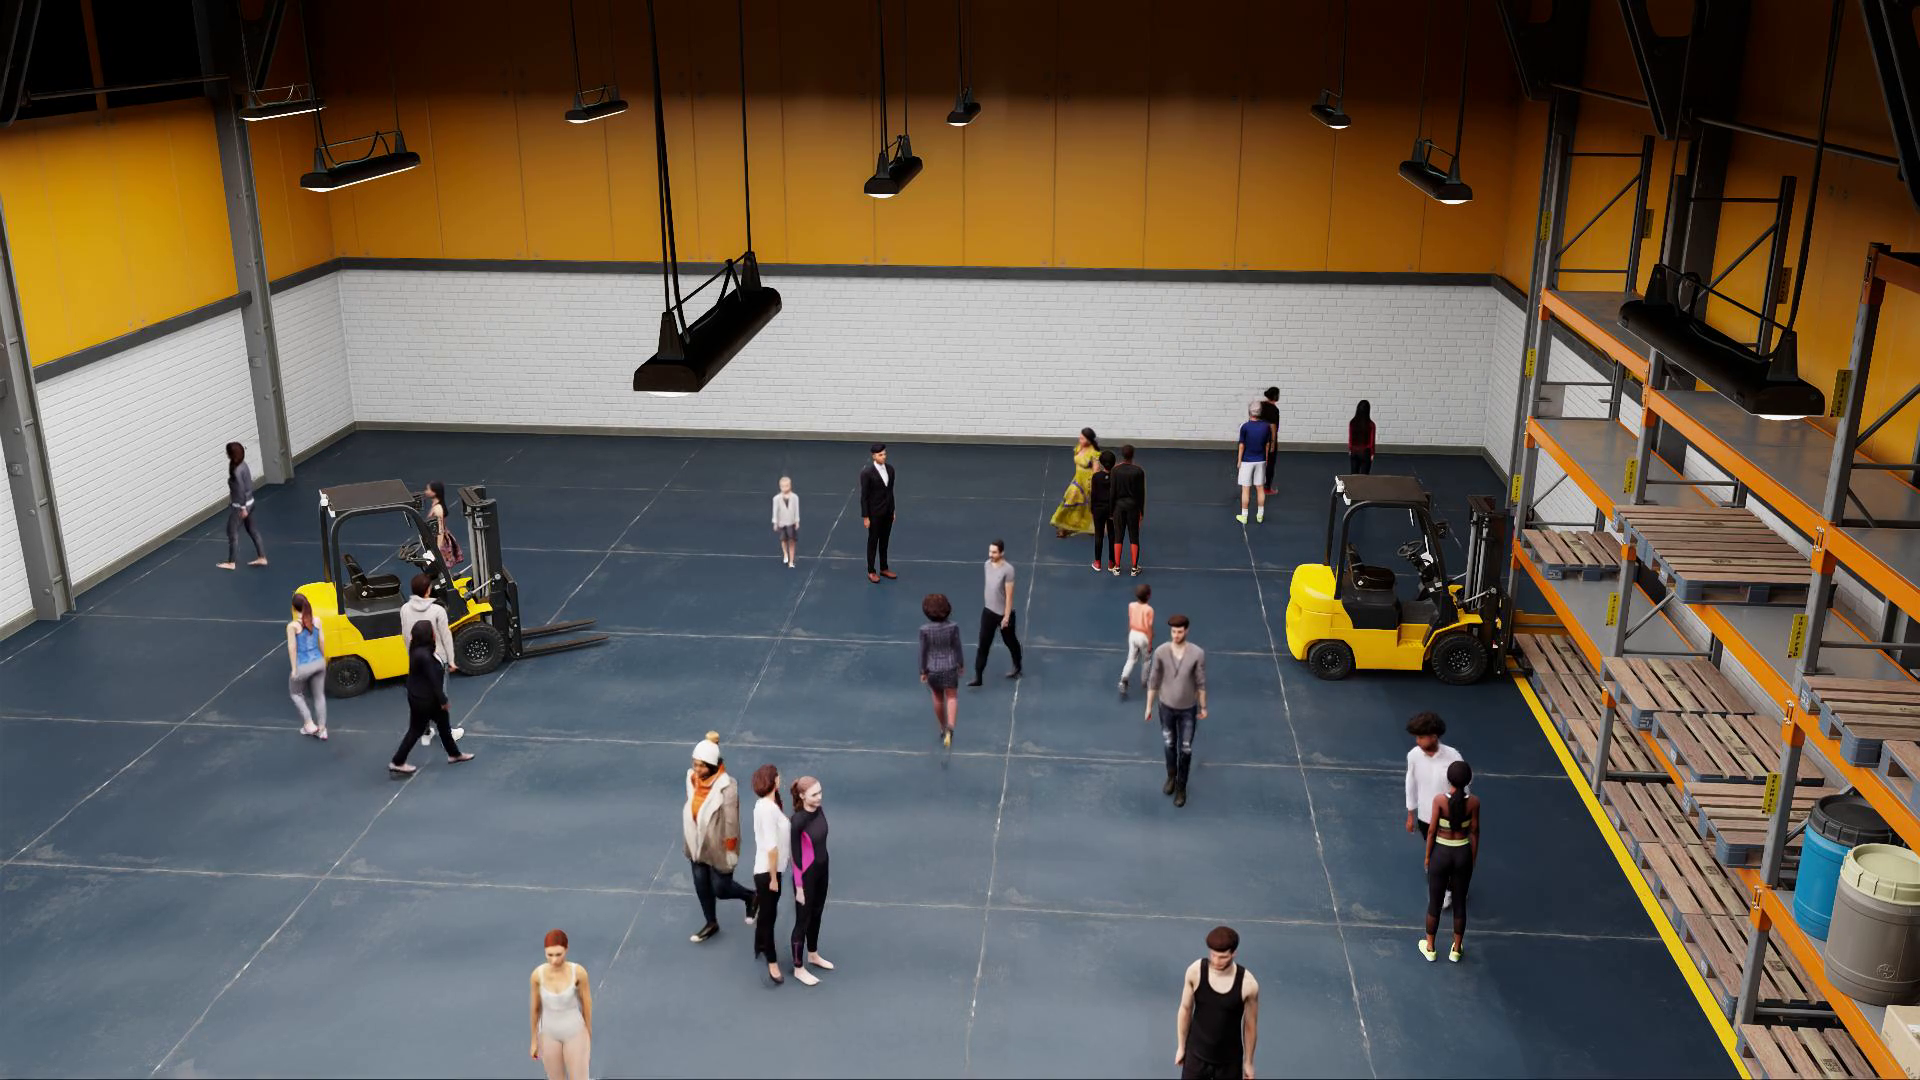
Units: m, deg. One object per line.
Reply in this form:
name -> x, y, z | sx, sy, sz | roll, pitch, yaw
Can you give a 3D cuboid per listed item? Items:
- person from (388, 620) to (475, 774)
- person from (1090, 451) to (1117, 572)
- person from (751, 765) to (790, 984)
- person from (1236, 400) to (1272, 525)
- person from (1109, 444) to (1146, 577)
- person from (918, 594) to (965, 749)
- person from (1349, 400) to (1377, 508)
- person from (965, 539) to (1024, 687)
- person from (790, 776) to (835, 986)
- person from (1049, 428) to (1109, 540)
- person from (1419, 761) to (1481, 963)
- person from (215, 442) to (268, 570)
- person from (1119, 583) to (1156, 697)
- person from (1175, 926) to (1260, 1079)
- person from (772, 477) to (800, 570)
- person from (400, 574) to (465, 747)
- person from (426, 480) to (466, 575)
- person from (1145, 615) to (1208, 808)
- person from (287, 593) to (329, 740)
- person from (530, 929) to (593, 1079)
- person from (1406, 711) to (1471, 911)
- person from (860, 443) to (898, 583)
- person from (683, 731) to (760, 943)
person -> -5.423, 1.617, 16.609 | 1.003, 1.565, 1.102 | -8, 20, -22
person -> 1.975, -0.403, 22.434 | 0.603, 1.675, 0.539 | 1, 19, 2
person -> -1.524, 2.664, 13.181 | 0.806, 1.769, 0.553 | 4, 19, 11
person -> 4.305, -1.153, 24.406 | 0.684, 1.838, 0.634 | -3, 19, -8
person -> 2.231, -0.410, 22.247 | 0.644, 1.808, 0.568 | 4, 19, 11
person -> -0.185, 1.398, 17.101 | 0.702, 1.665, 0.931 | 0, 19, 0
person -> 6.058, -1.301, 25.134 | 0.658, 1.653, 0.687 | 15, 24, 38
person -> 0.497, 0.805, 18.792 | 1.014, 1.710, 1.210 | 15, 24, 38
person -> -1.183, 2.664, 13.209 | 0.698, 1.750, 0.588 | 10, 21, 26
person -> 1.880, -0.804, 23.708 | 1.323, 1.622, 1.240 | -17, 25, -40
person -> 3.963, 2.589, 13.423 | 0.557, 1.755, 0.500 | 2, 19, 6
person -> -9.641, -0.478, 22.540 | 0.818, 1.750, 0.872 | -3, 19, -10
person -> 1.973, 1.114, 18.525 | 0.757, 1.295, 0.903 | 14, 23, 36
person -> 1.679, 3.354, 10.942 | 0.737, 1.891, 0.668 | 6, 20, 17
person -> -2.363, -0.245, 22.644 | 0.638, 1.242, 0.916 | -2, 19, -6
person -> -5.523, 1.242, 17.273 | 0.658, 1.851, 0.551 | 2, 19, 6
person -> -6.496, 0.095, 20.799 | 0.837, 1.775, 0.747 | -7, 20, -19
person -> 2.138, 1.585, 16.200 | 0.821, 1.886, 0.859 | 6, 19, 16
person -> -6.773, 1.343, 17.372 | 0.765, 1.597, 0.688 | 15, 24, 37
person -> -2.702, 3.340, 11.387 | 0.573, 1.633, 0.581 | 0, 19, -1
person -> 4.119, 2.308, 14.228 | 0.847, 1.775, 0.837 | 7, 20, 19
person -> -1.074, -0.390, 22.069 | 0.752, 1.884, 0.819 | -16, 24, -39
person -> -1.960, 2.419, 13.730 | 0.930, 1.883, 1.018 | 13, 23, 34
